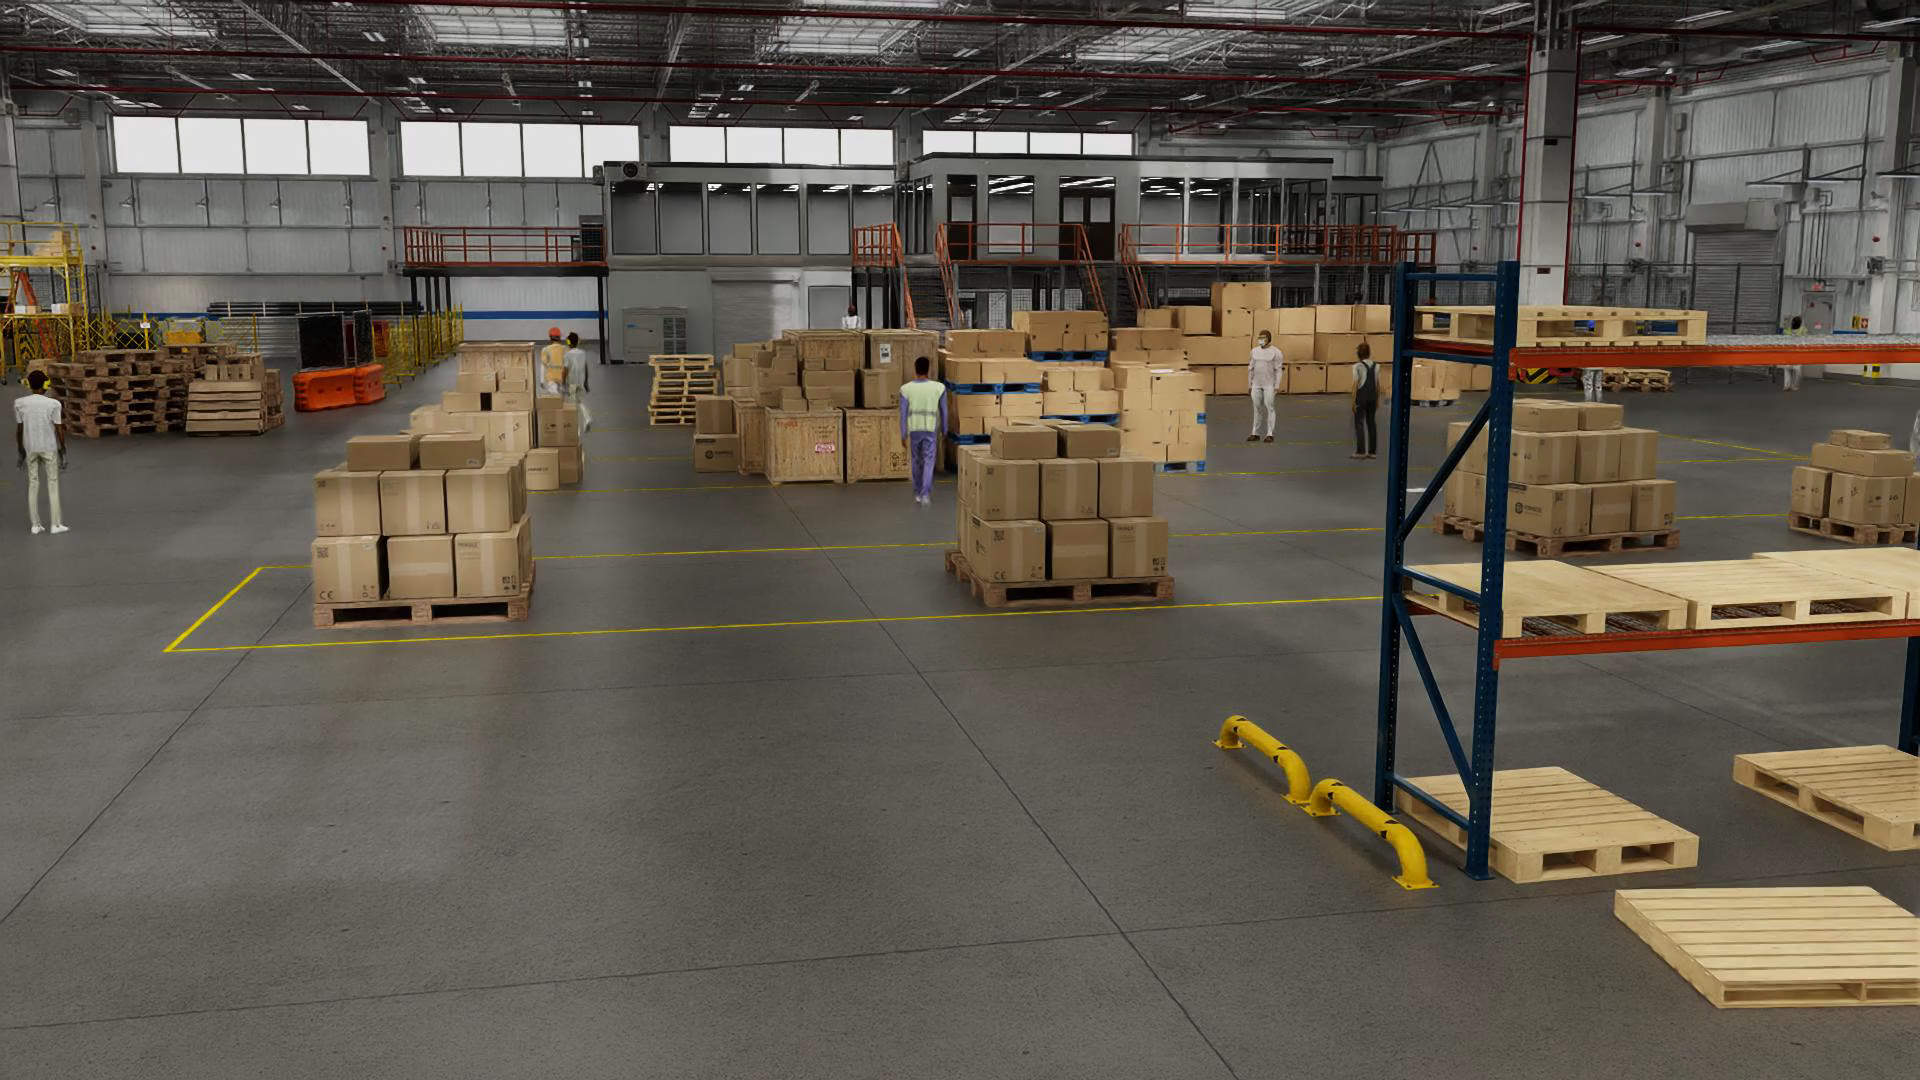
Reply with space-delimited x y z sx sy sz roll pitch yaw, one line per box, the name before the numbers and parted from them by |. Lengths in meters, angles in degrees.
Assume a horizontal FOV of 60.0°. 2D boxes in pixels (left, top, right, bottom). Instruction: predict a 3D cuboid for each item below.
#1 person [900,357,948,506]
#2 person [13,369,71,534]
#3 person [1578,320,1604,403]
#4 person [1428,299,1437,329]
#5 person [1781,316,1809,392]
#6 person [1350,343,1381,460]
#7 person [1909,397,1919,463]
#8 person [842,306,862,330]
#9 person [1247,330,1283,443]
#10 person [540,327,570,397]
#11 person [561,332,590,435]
person | -0.463 -1.374 21.077 0.593 1.880 0.963 1 9 5
person | -10.372 -0.990 18.752 0.557 1.865 0.312 -2 9 -11
person | 12.860 -3.508 33.838 0.604 1.949 0.389 -4 10 -21
person | 15.714 -7.093 55.718 0.602 1.954 1.030 -5 11 -29
person | 20.118 -4.492 40.229 0.686 1.827 0.538 7 12 37
person | 6.358 -2.174 26.098 0.522 1.826 0.392 -4 10 -21
person | 14.389 -1.872 24.596 0.822 1.710 0.487 -2 9 -10
person | -3.225 -6.066 49.711 0.575 1.865 0.477 -1 9 -7
person | 5.229 -2.645 28.609 0.632 1.939 0.368 7 12 38
person | -7.502 -2.987 30.843 0.568 1.884 0.967 -4 10 -25
person | -6.871 -2.780 29.687 0.420 1.853 0.532 8 12 40
